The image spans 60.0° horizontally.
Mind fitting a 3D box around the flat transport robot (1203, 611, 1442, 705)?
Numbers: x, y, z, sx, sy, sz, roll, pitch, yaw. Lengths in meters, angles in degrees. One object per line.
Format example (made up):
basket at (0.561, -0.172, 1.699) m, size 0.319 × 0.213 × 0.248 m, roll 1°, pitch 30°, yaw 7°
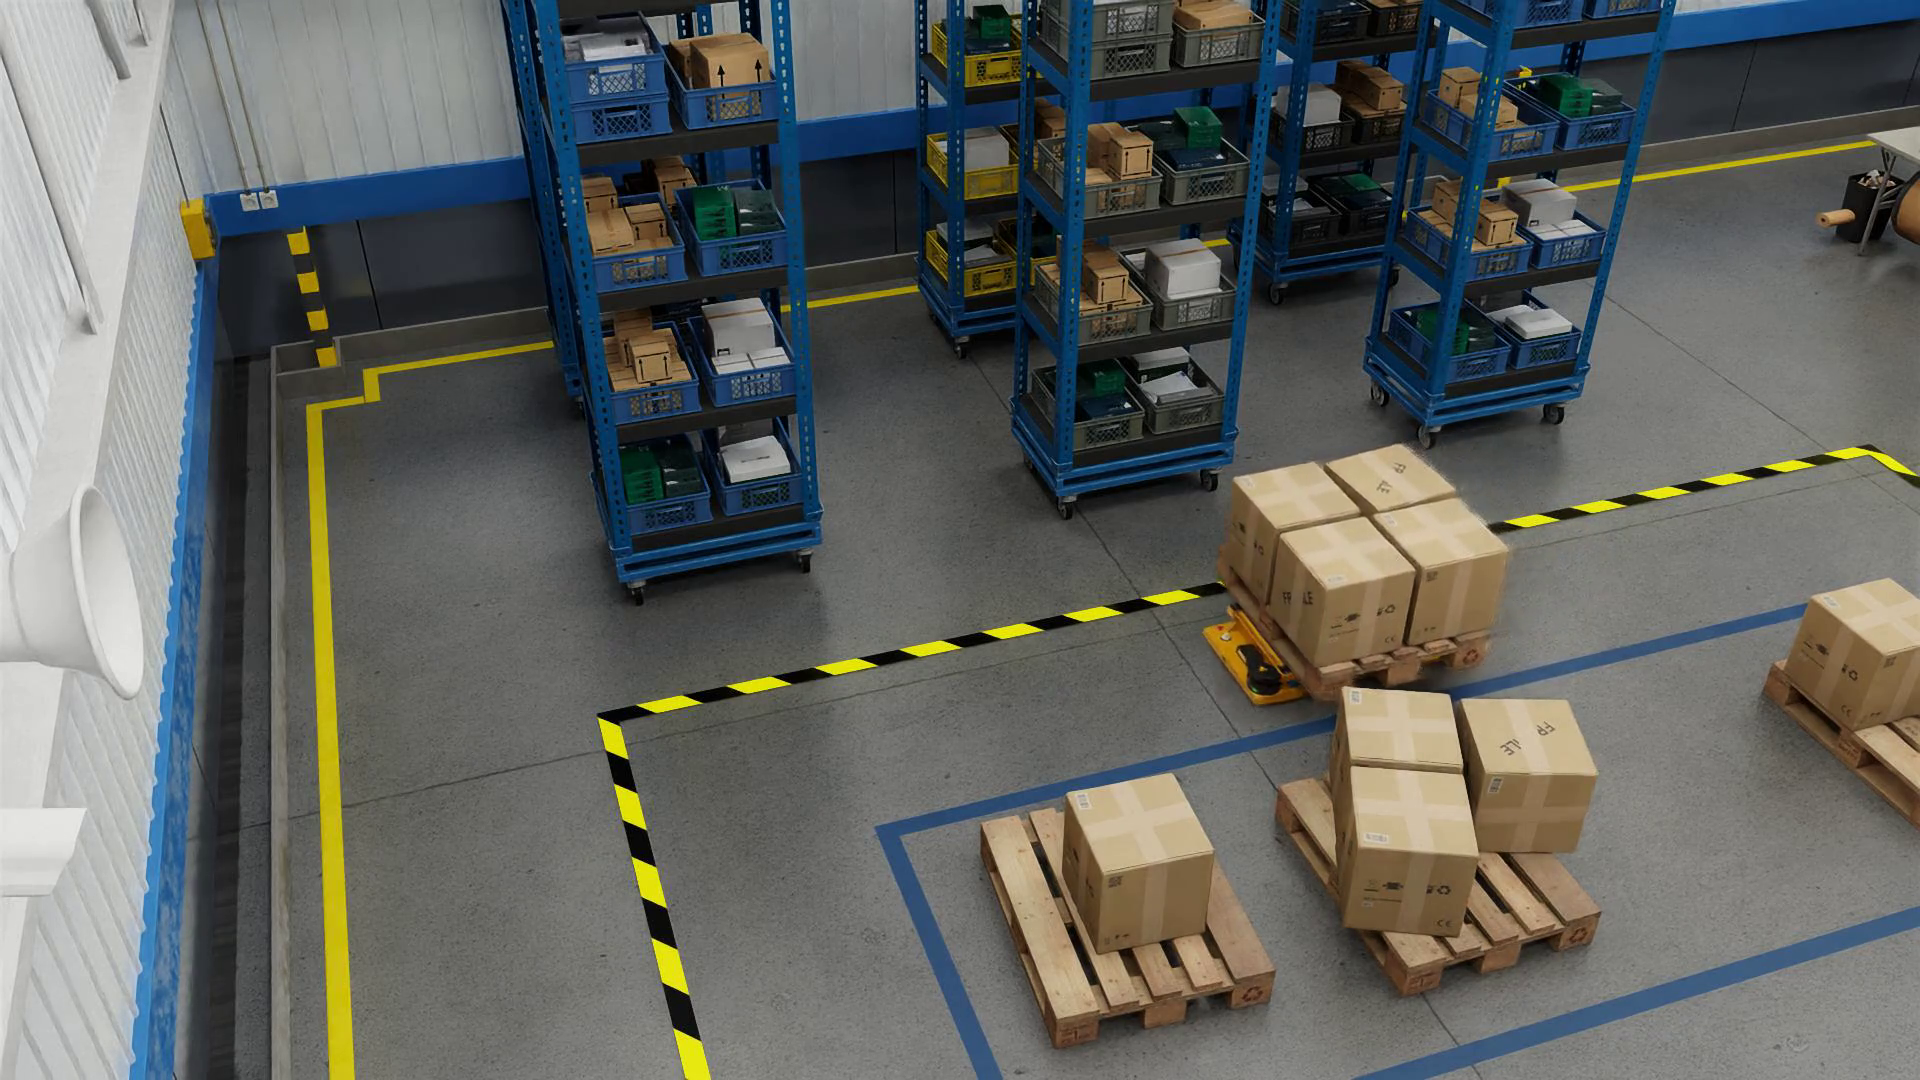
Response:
flat transport robot at (2.155, 0.513, 9.304) m, size 1.431 × 0.197 × 0.652 m, roll -11°, pitch 37°, yaw -15°
